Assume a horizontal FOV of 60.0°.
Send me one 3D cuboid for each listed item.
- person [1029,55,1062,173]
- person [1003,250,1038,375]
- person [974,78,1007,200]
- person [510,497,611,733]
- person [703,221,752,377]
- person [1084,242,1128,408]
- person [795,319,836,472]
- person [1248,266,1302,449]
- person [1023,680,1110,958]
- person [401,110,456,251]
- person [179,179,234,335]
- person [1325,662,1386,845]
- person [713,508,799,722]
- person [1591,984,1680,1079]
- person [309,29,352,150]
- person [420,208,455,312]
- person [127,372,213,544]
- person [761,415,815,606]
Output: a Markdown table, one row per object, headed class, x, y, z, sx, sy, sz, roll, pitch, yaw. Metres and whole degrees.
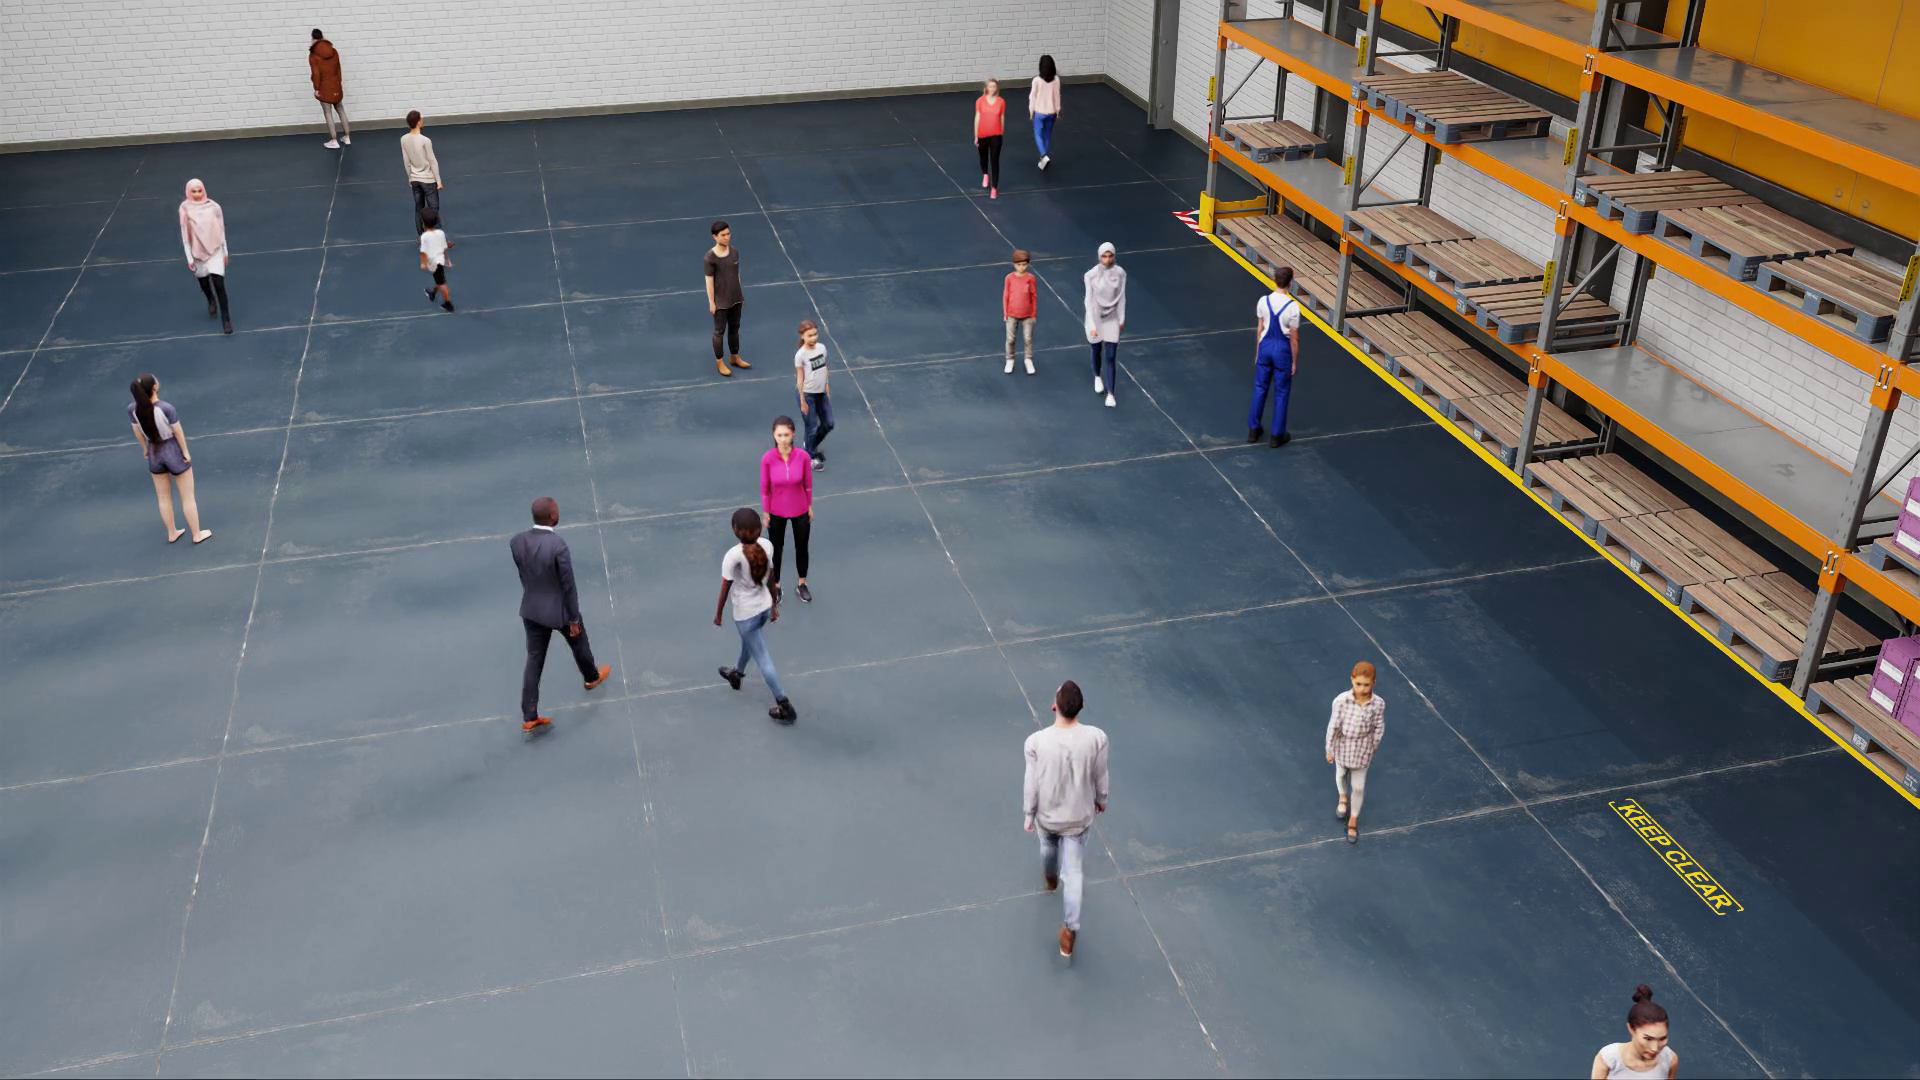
| class | x | y | z | sx | sy | sz | roll | pitch | yaw |
| --- | --- | --- | --- | --- | --- | --- | --- | --- | --- |
| person | 1.301 | -6.390 | 25.065 | 0.647 | 1.755 | 0.923 | -7 | 29 | -12 |
| person | 0.658 | -2.518 | 18.322 | 0.585 | 1.413 | 0.588 | 2 | 29 | 4 |
| person | 0.419 | -5.866 | 24.210 | 0.859 | 1.654 | 1.224 | 2 | 29 | 3 |
| person | -3.072 | 0.589 | 12.250 | 1.173 | 1.774 | 1.336 | 11 | 31 | 20 |
| person | -2.591 | -2.688 | 18.318 | 0.726 | 1.717 | 0.708 | 24 | 37 | 36 |
| person | 1.495 | -2.319 | 17.631 | 0.797 | 1.727 | 1.147 | -1 | 29 | -1 |
| person | -1.481 | -1.435 | 16.201 | 0.678 | 1.544 | 0.738 | -25 | 38 | -38 |
| person | 3.148 | -1.842 | 16.630 | 0.689 | 1.848 | 0.763 | 18 | 33 | 29 |
| person | 0.656 | 1.710 | 10.175 | 0.868 | 1.794 | 1.238 | -2 | 29 | -3 |
| person | -7.062 | -4.721 | 21.888 | 0.743 | 1.867 | 0.763 | 9 | 30 | 17 |
| person | -8.817 | -3.332 | 19.437 | 0.759 | 1.777 | 1.159 | -13 | 31 | -22 |
| person | 2.678 | 1.353 | 11.357 | 0.727 | 1.289 | 0.846 | 7 | 29 | 13 |
| person | -1.486 | 0.592 | 12.349 | 1.212 | 1.675 | 1.024 | 22 | 35 | 34 |
| person | 3.255 | 2.885 | 8.213 | 0.604 | 1.609 | 0.587 | 0 | 29 | 0 |
| person | -10.022 | -7.178 | 26.422 | 0.905 | 1.838 | 0.851 | 17 | 33 | 29 |
| person | -6.281 | -3.353 | 20.041 | 0.901 | 1.234 | 0.791 | 20 | 34 | 32 |
| person | -7.059 | -0.730 | 14.800 | 0.659 | 1.649 | 0.638 | 2 | 29 | 4 |
| person | -1.433 | -0.253 | 13.873 | 0.582 | 1.698 | 0.552 | -6 | 29 | -12 |
